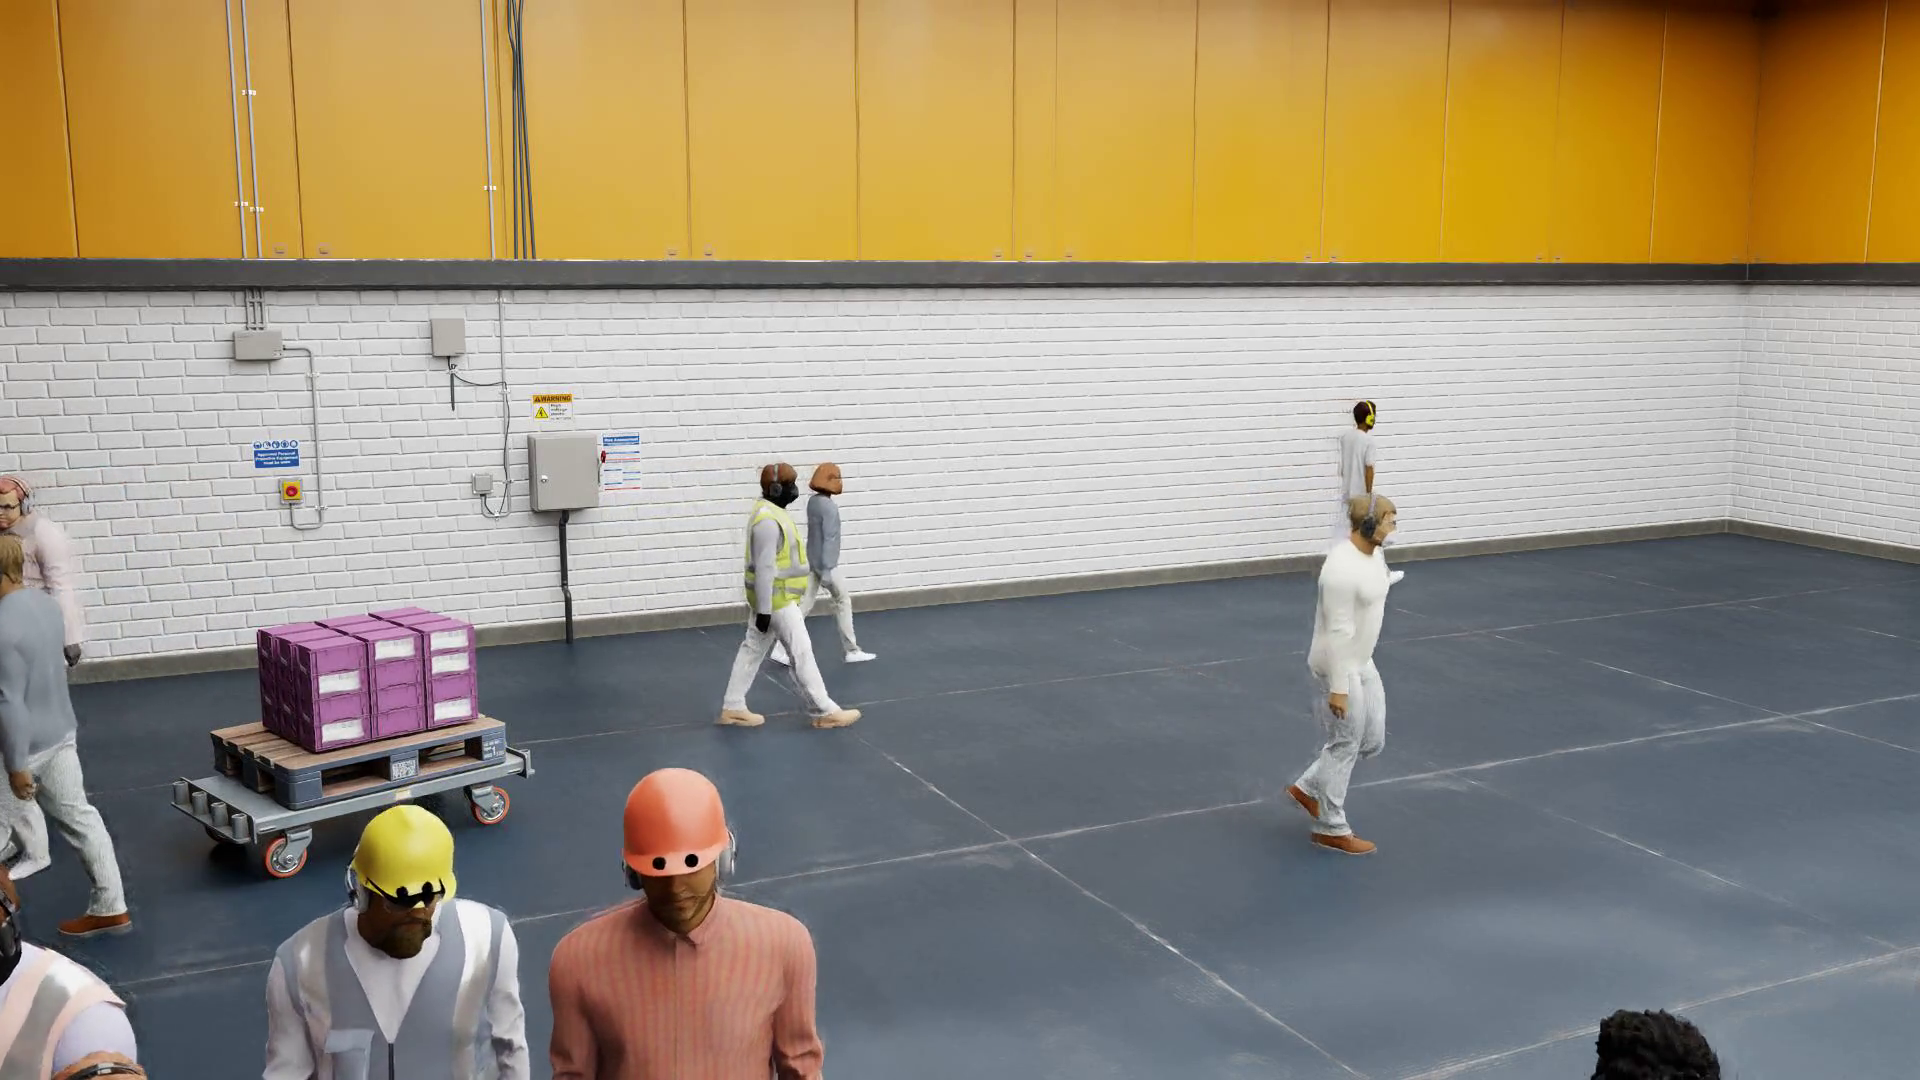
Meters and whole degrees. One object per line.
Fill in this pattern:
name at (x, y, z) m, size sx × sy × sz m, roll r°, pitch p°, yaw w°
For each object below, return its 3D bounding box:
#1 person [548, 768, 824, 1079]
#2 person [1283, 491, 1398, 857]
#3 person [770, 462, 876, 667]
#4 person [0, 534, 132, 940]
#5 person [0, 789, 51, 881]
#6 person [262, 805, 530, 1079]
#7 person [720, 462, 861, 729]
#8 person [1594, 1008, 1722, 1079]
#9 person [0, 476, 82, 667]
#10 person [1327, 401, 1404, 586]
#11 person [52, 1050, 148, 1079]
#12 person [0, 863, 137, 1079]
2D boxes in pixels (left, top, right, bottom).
person at (-0.623, 1.442, 3.850) m, size 0.623 × 1.970 × 0.743 m, roll -1°, pitch 9°, yaw -9°
person at (2.001, 0.689, 8.684) m, size 0.475 × 1.914 × 0.658 m, roll 6°, pitch 11°, yaw 32°
person at (-1.090, 0.192, 12.780) m, size 0.852 × 1.593 × 0.507 m, roll -5°, pitch 11°, yaw -30°
person at (-4.315, 0.904, 7.418) m, size 1.056 × 1.882 × 0.650 m, roll -1°, pitch 9°, yaw -4°
person at (-4.791, 0.908, 8.214) m, size 0.556 × 1.614 × 0.475 m, roll 6°, pitch 11°, yaw 33°
person at (-1.362, 1.499, 4.022) m, size 0.624 × 1.787 × 0.676 m, roll -2°, pitch 9°, yaw -10°
person at (-1.174, 0.375, 11.023) m, size 0.949 × 1.792 × 0.644 m, roll -1°, pitch 9°, yaw -5°
person at (1.325, 1.704, 3.120) m, size 0.761 × 1.673 × 0.531 m, roll 6°, pitch 11°, yaw 32°
person at (-5.500, 0.563, 9.598) m, size 0.717 × 1.866 × 0.761 m, roll 4°, pitch 10°, yaw 25°
person at (3.825, -0.416, 15.838) m, size 0.964 × 1.815 × 0.548 m, roll -5°, pitch 11°, yaw -30°
person at (-1.565, 1.729, 3.085) m, size 0.311 × 1.639 × 0.512 m, roll 6°, pitch 11°, yaw 34°
person at (-2.082, 1.538, 3.753) m, size 0.672 × 1.812 × 0.621 m, roll 2°, pitch 9°, yaw 12°
